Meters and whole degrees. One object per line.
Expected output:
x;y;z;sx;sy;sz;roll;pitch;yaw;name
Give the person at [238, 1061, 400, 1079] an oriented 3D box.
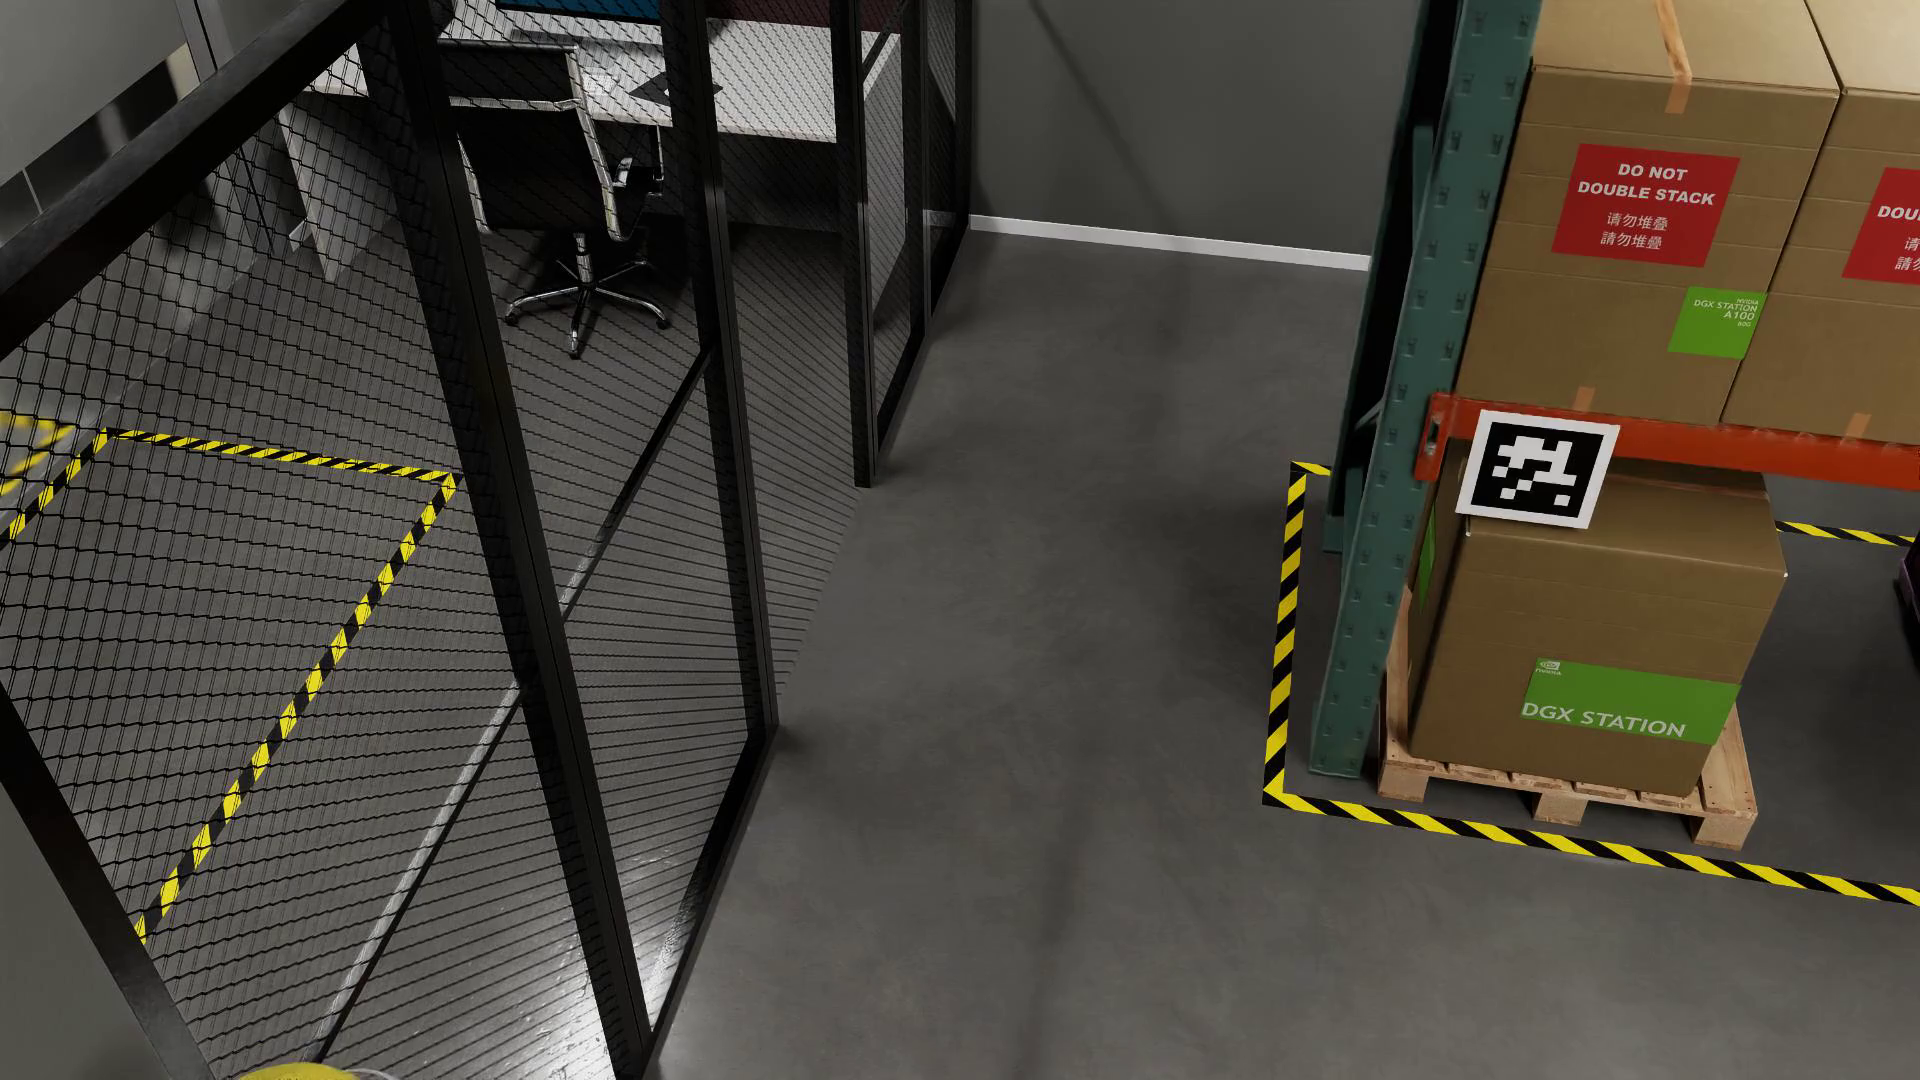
-0.664;1.227;2.164;0.592;1.834;0.404;14;43;16;person
